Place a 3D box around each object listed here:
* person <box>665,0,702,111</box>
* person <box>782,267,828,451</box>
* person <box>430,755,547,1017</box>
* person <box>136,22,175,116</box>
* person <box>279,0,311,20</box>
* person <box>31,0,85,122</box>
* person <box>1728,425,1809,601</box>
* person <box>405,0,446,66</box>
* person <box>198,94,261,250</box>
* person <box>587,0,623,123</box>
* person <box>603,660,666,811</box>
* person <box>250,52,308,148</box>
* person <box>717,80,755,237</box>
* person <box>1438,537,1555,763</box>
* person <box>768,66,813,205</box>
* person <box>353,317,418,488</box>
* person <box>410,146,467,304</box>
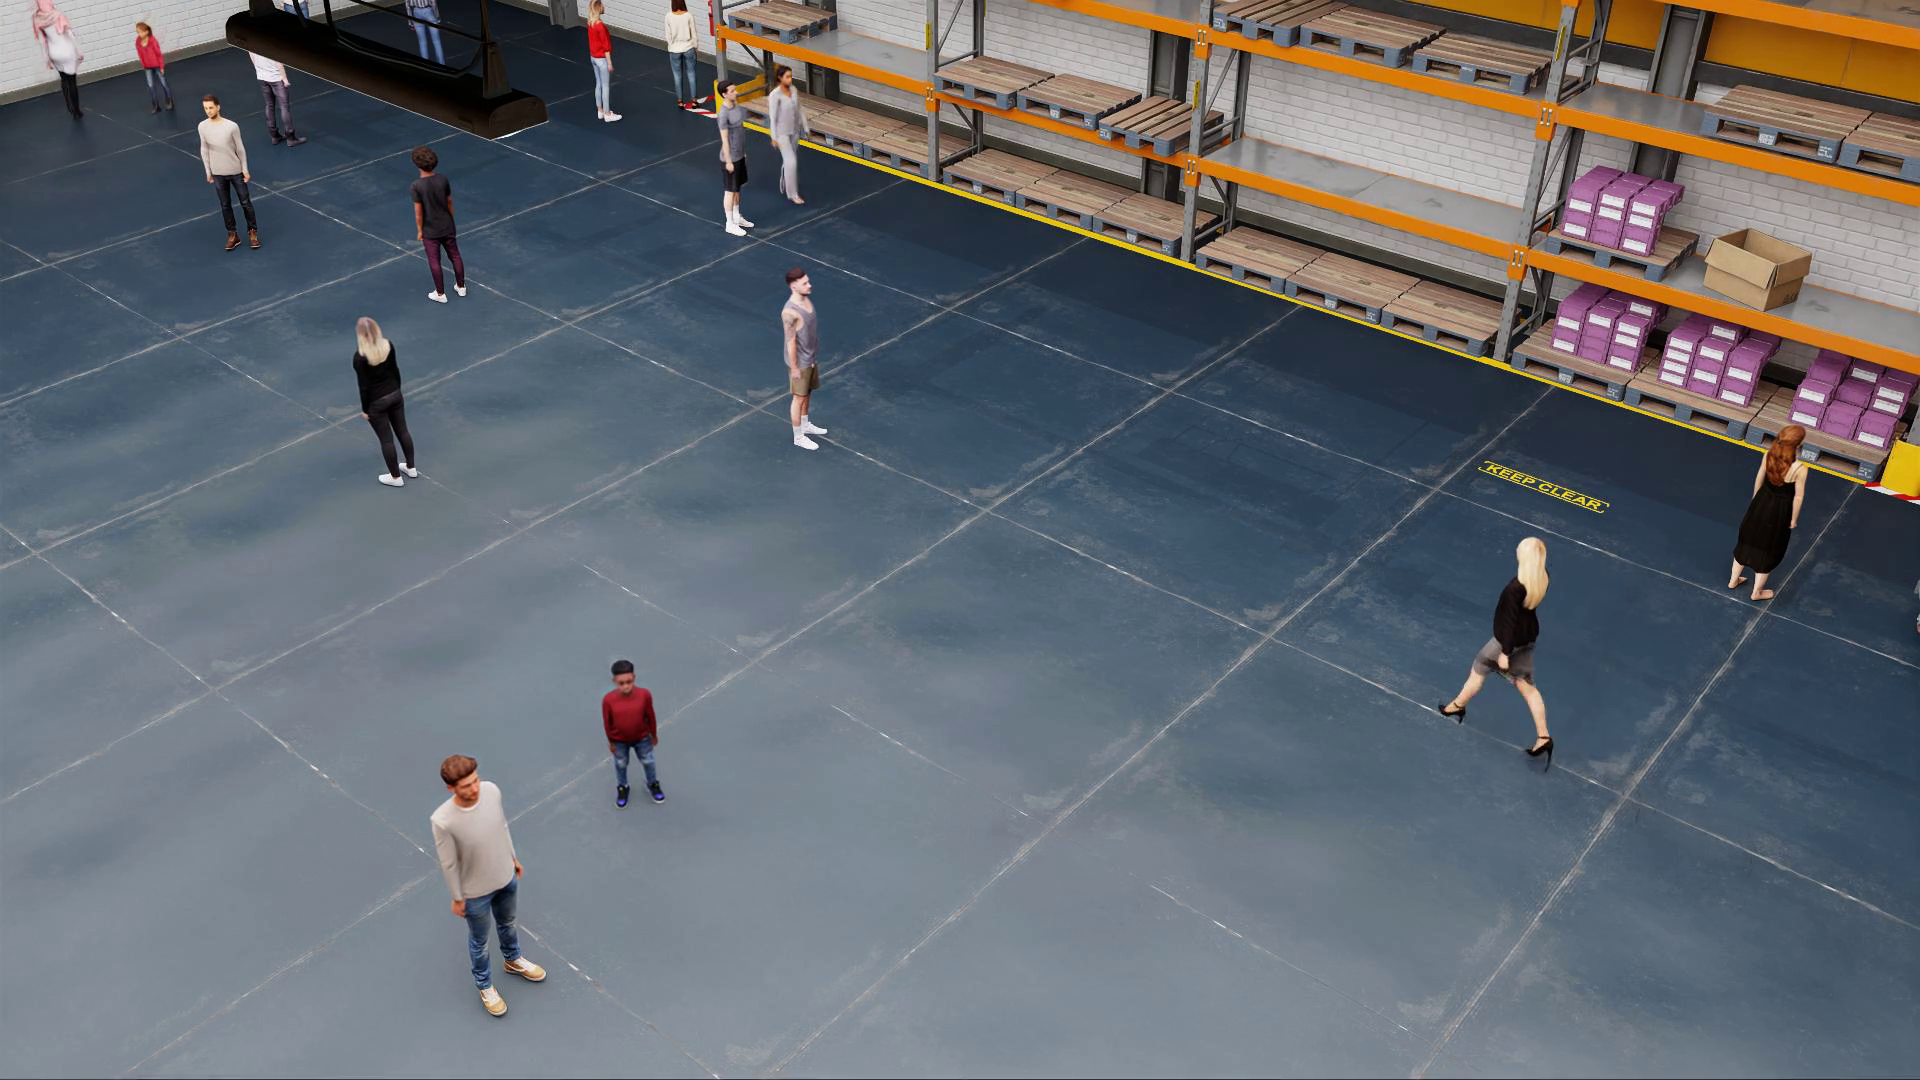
[{"bbox_3d":[-3.999,-7.058,23.984,0.675,1.682,0.759,1,34,1],"label":"person"},{"bbox_3d":[-1.515,-1.760,15.928,0.727,1.846,0.718,8,34,11],"label":"person"},{"bbox_3d":[-2.894,2.043,10.091,0.596,1.904,0.688,21,39,28],"label":"person"},{"bbox_3d":[-11.602,-6.843,24.007,0.742,1.297,0.802,-4,34,-5],"label":"person"},{"bbox_3d":[-10.390,-8.393,25.983,0.677,1.692,0.627,-22,39,-29],"label":"person"},{"bbox_3d":[-12.710,-6.813,23.517,0.775,1.791,0.827,-7,34,-10],"label":"person"},{"bbox_3d":[6.716,-0.242,13.780,0.688,1.625,0.588,-20,39,-28],"label":"person"},{"bbox_3d":[-8.043,-7.805,25.005,0.693,1.795,0.744,-4,34,-7],"label":"person"},{"bbox_3d":[-8.721,-4.395,19.809,0.740,1.868,0.782,-5,34,-8],"label":"person"},{"bbox_3d":[-5.093,-6.809,23.590,0.714,1.704,0.493,-25,41,-32],"label":"person"},{"bbox_3d":[-2.325,1.351,11.723,0.586,1.250,0.635,-5,34,-8],"label":"person"},{"bbox_3d":[-9.413,-6.307,22.719,0.623,1.832,0.776,14,36,20],"label":"person"},{"bbox_3d":[-2.782,-4.675,20.228,0.705,1.871,0.733,10,35,14],"label":"person"},{"bbox_3d":[4.094,0.824,12.025,0.747,1.794,1.202,-27,42,-34],"label":"person"},{"bbox_3d":[-2.266,-5.192,21.146,0.783,1.716,0.659,23,40,30],"label":"person"},{"bbox_3d":[-5.290,-1.274,15.278,0.559,1.686,0.624,20,39,28],"label":"person"},{"bbox_3d":[-5.850,-3.534,18.591,0.635,1.784,0.593,-28,43,-36],"label":"person"}]
